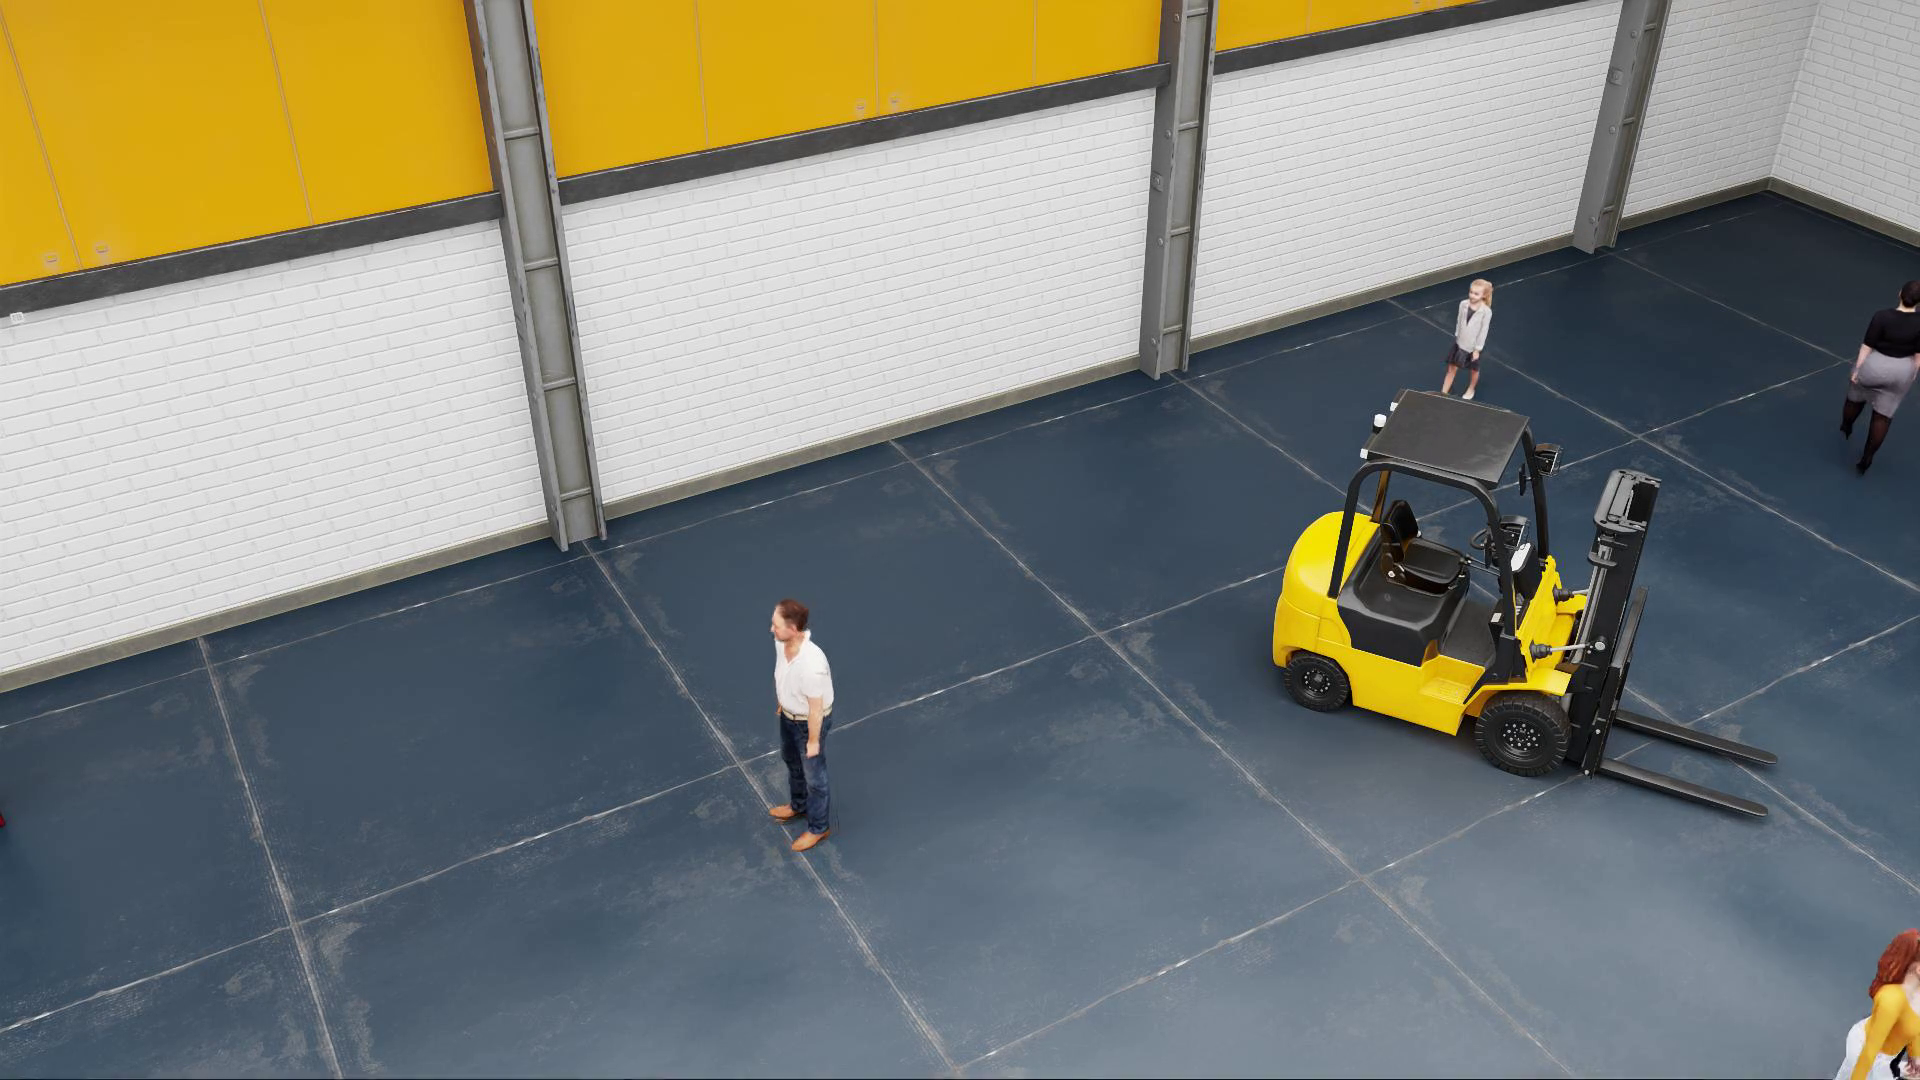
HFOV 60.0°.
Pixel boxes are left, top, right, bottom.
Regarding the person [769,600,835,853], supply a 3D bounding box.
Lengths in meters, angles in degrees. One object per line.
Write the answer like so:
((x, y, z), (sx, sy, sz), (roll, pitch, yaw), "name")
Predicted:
((-0.955, 1.129, 10.511), (0.600, 1.849, 0.681), (-22, 40, -30), "person")

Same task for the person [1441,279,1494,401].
((4.800, -1.853, 15.534), (0.847, 1.254, 0.617), (-28, 42, -35), "person")

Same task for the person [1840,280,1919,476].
((7.989, -1.366, 14.377), (1.025, 1.723, 1.152), (13, 36, 19), "person")

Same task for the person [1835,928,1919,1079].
((4.507, 2.590, 8.416), (0.801, 1.734, 0.794), (22, 39, 29), "person")
